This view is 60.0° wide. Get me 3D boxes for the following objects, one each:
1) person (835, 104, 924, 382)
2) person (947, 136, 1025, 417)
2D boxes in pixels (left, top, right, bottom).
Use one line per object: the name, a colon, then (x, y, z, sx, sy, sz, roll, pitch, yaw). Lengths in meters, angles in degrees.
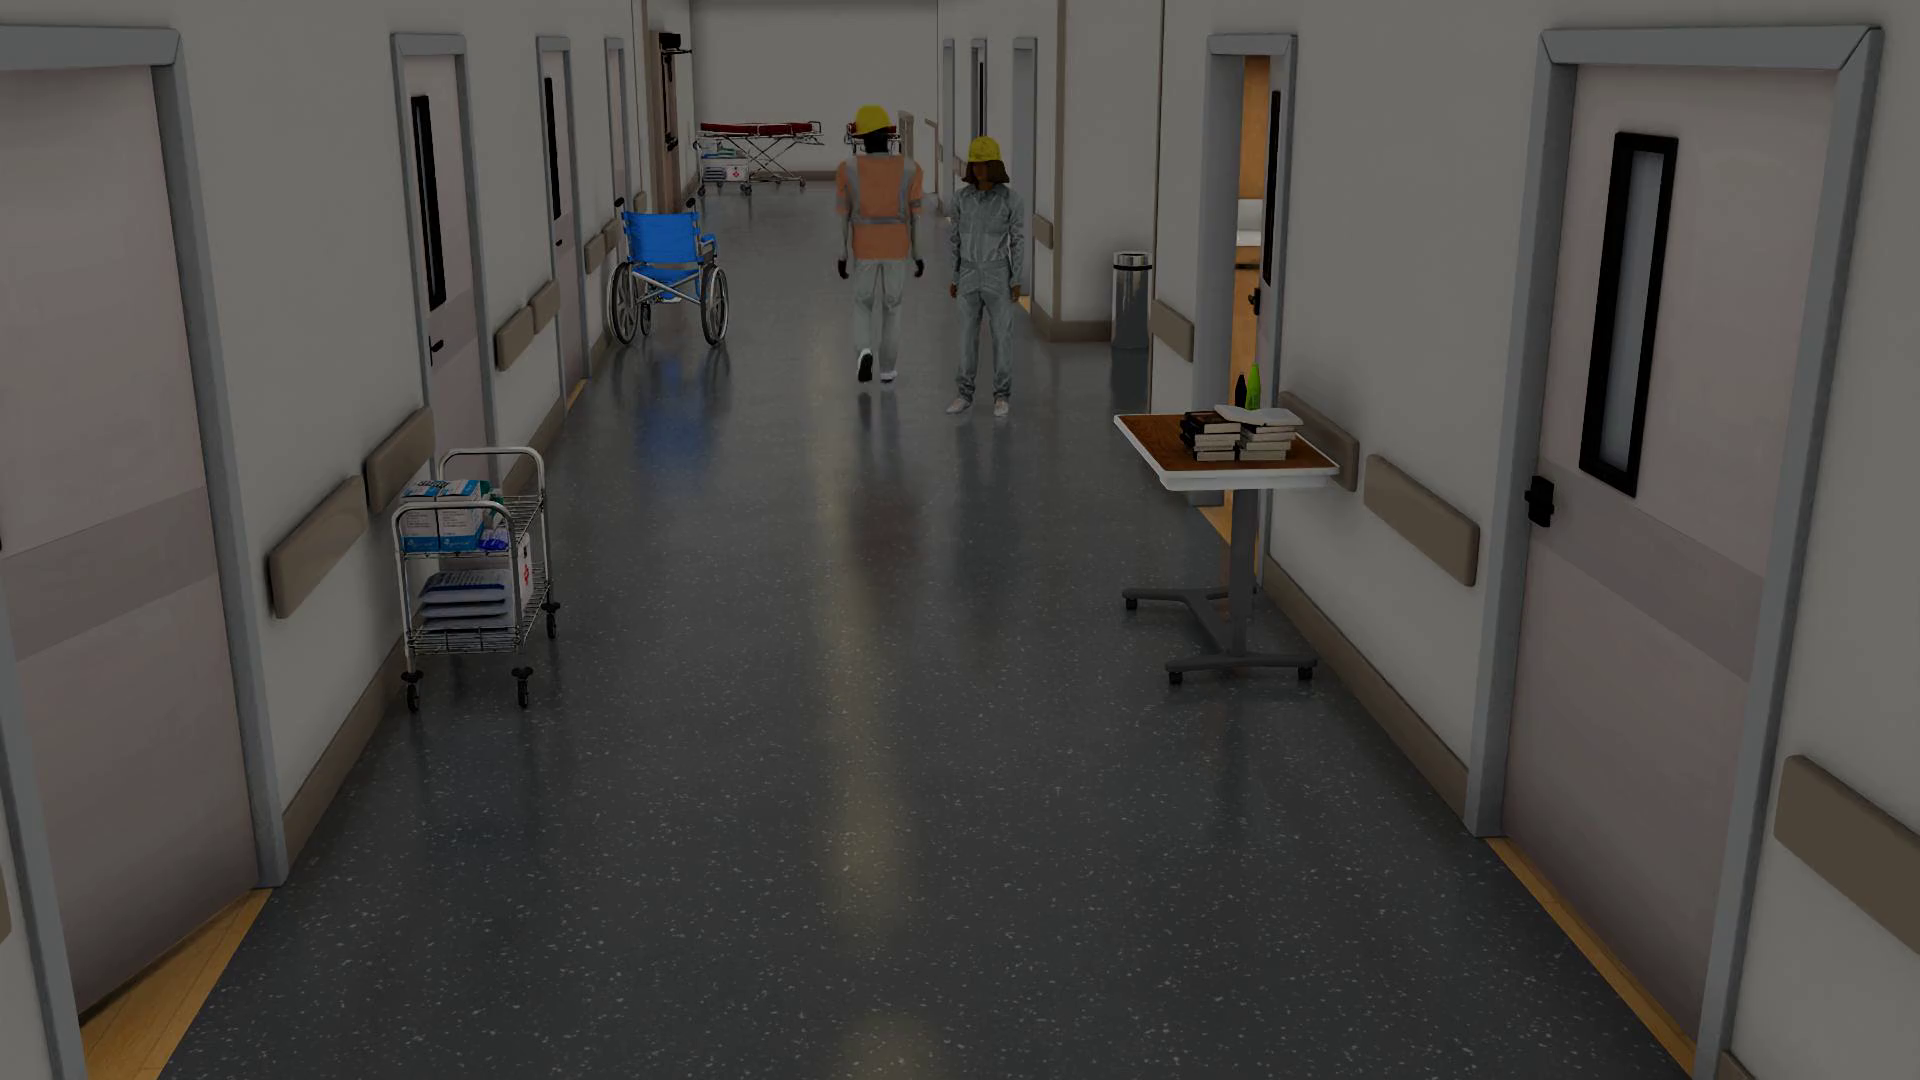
person: (-0.540, -1.991, 11.340, 0.608, 1.902, 0.582, -1, 17, -2)
person: (0.156, -1.638, 10.432, 0.486, 1.744, 0.311, 6, 18, 19)
